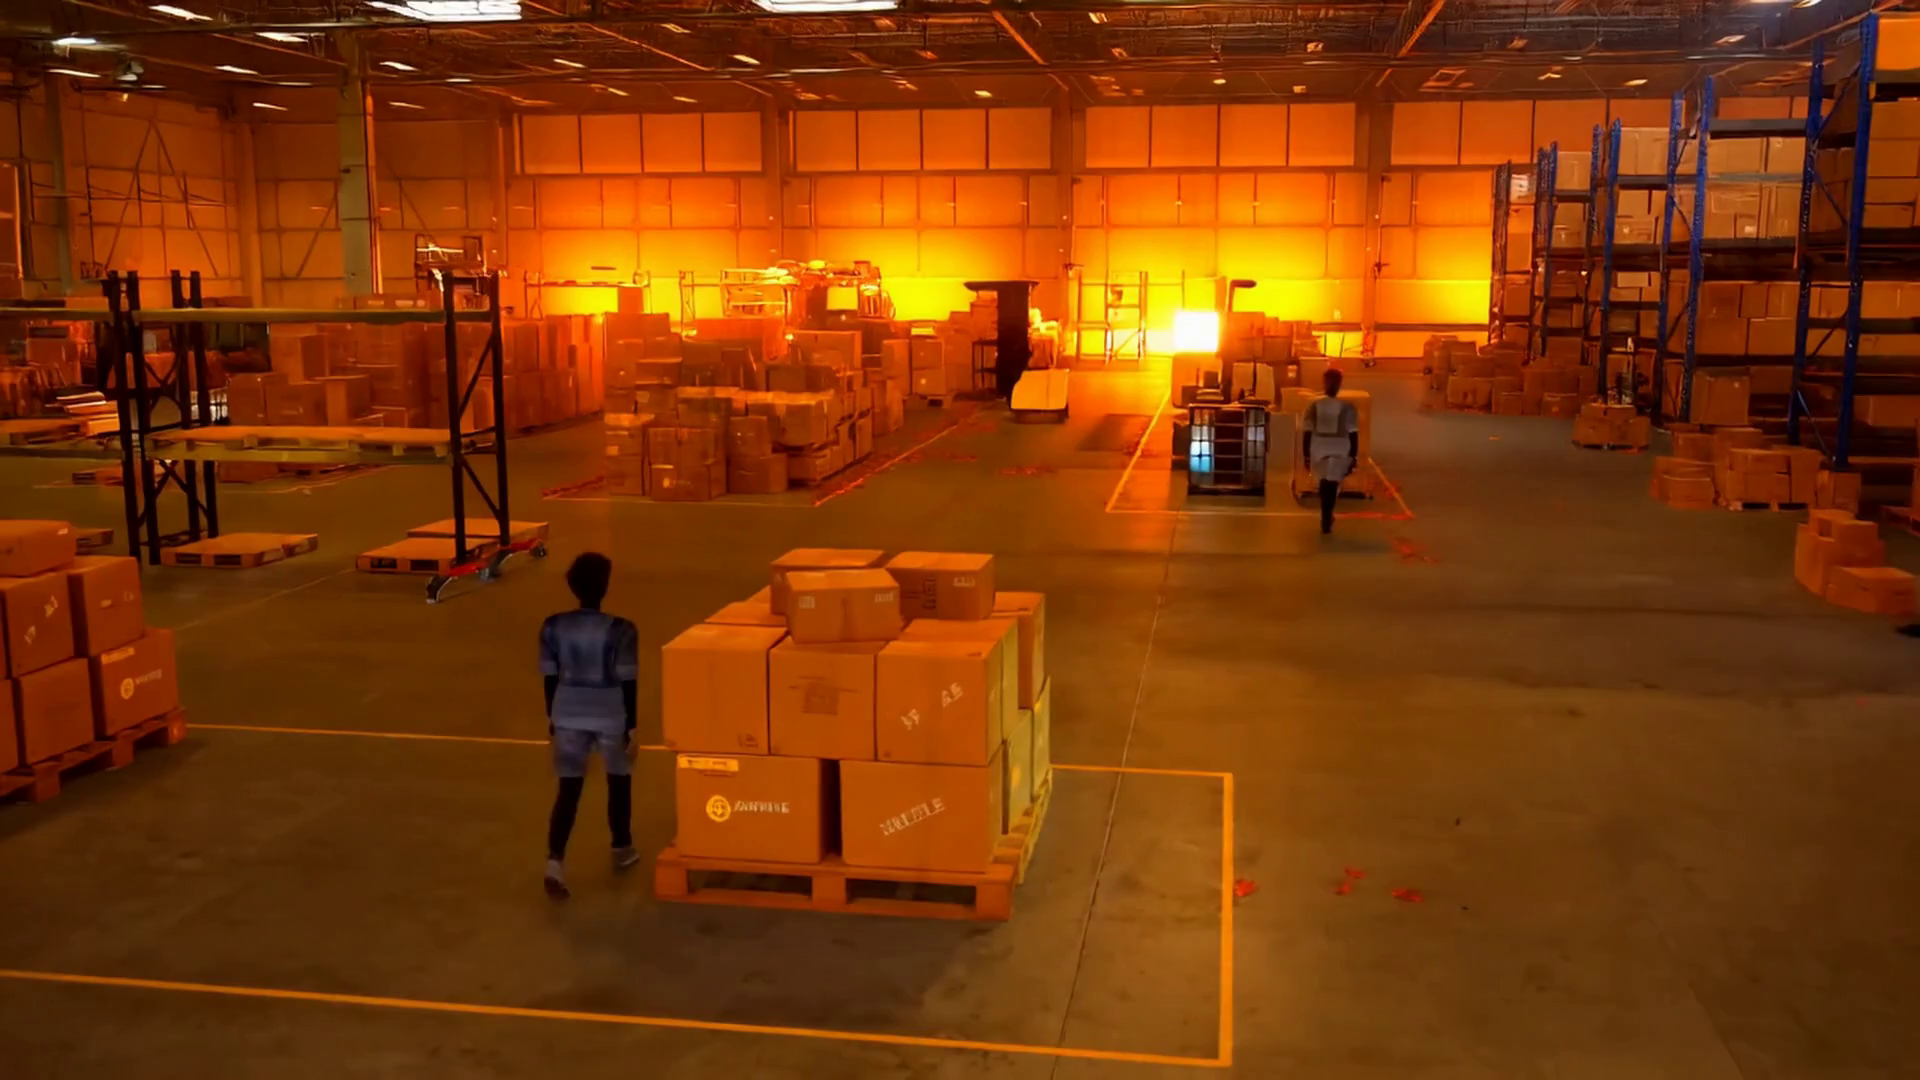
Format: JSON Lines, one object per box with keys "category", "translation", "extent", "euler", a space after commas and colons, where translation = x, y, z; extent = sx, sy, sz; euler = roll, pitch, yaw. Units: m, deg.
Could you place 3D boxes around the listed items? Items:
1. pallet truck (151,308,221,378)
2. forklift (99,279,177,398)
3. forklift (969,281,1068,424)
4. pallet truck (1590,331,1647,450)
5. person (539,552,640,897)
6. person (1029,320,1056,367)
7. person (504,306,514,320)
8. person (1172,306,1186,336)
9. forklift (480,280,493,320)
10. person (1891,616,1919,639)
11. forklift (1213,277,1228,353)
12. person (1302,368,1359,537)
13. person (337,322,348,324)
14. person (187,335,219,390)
{"category": "pallet truck", "translation": [-21.869, -5.598, 47.154], "extent": [0.823, 1.965, 1.885], "euler": [4, 10, 26]}
{"category": "forklift", "translation": [-19.606, -4.720, 39.027], "extent": [1.873, 2.768, 1.129], "euler": [1, 9, 9]}
{"category": "forklift", "translation": [1.194, -3.753, 33.059], "extent": [1.873, 2.768, 1.129], "euler": [1, 9, 9]}
{"category": "pallet truck", "translation": [11.253, -2.573, 28.499], "extent": [0.823, 1.965, 1.885], "euler": [5, 10, 27]}
{"category": "person", "translation": [-1.829, 0.893, 8.143], "extent": [0.534, 1.669, 0.826], "euler": [2, 9, 9]}
{"category": "person", "translation": [1.721, -3.625, 35.012], "extent": [0.612, 1.987, 0.399], "euler": [2, 9, 11]}
{"category": "person", "translation": [-14.557, -6.637, 53.891], "extent": [1.011, 1.882, 0.566], "euler": [-2, 9, -13]}
{"category": "person", "translation": [6.816, -6.193, 51.021], "extent": [0.629, 1.935, 0.372], "euler": [2, 9, 11]}
{"category": "forklift", "translation": [-12.625, -5.622, 44.589], "extent": [1.873, 2.768, 1.129], "euler": [-3, 10, -17]}
{"category": "person", "translation": [7.986, -0.064, 13.364], "extent": [0.889, 1.879, 0.612], "euler": [5, 11, 29]}
{"category": "forklift", "translation": [7.580, -6.240, 48.402], "extent": [1.873, 2.768, 1.129], "euler": [1, 9, 9]}
{"category": "person", "translation": [4.279, -1.017, 19.177], "extent": [0.613, 1.907, 1.043], "euler": [5, 11, 29]}
{"category": "person", "translation": [-18.735, -6.176, 50.901], "extent": [0.629, 1.939, 0.372], "euler": [2, 9, 11]}
{"category": "person", "translation": [-13.229, -2.634, 29.054], "extent": [0.629, 1.939, 0.372], "euler": [2, 9, 11]}
